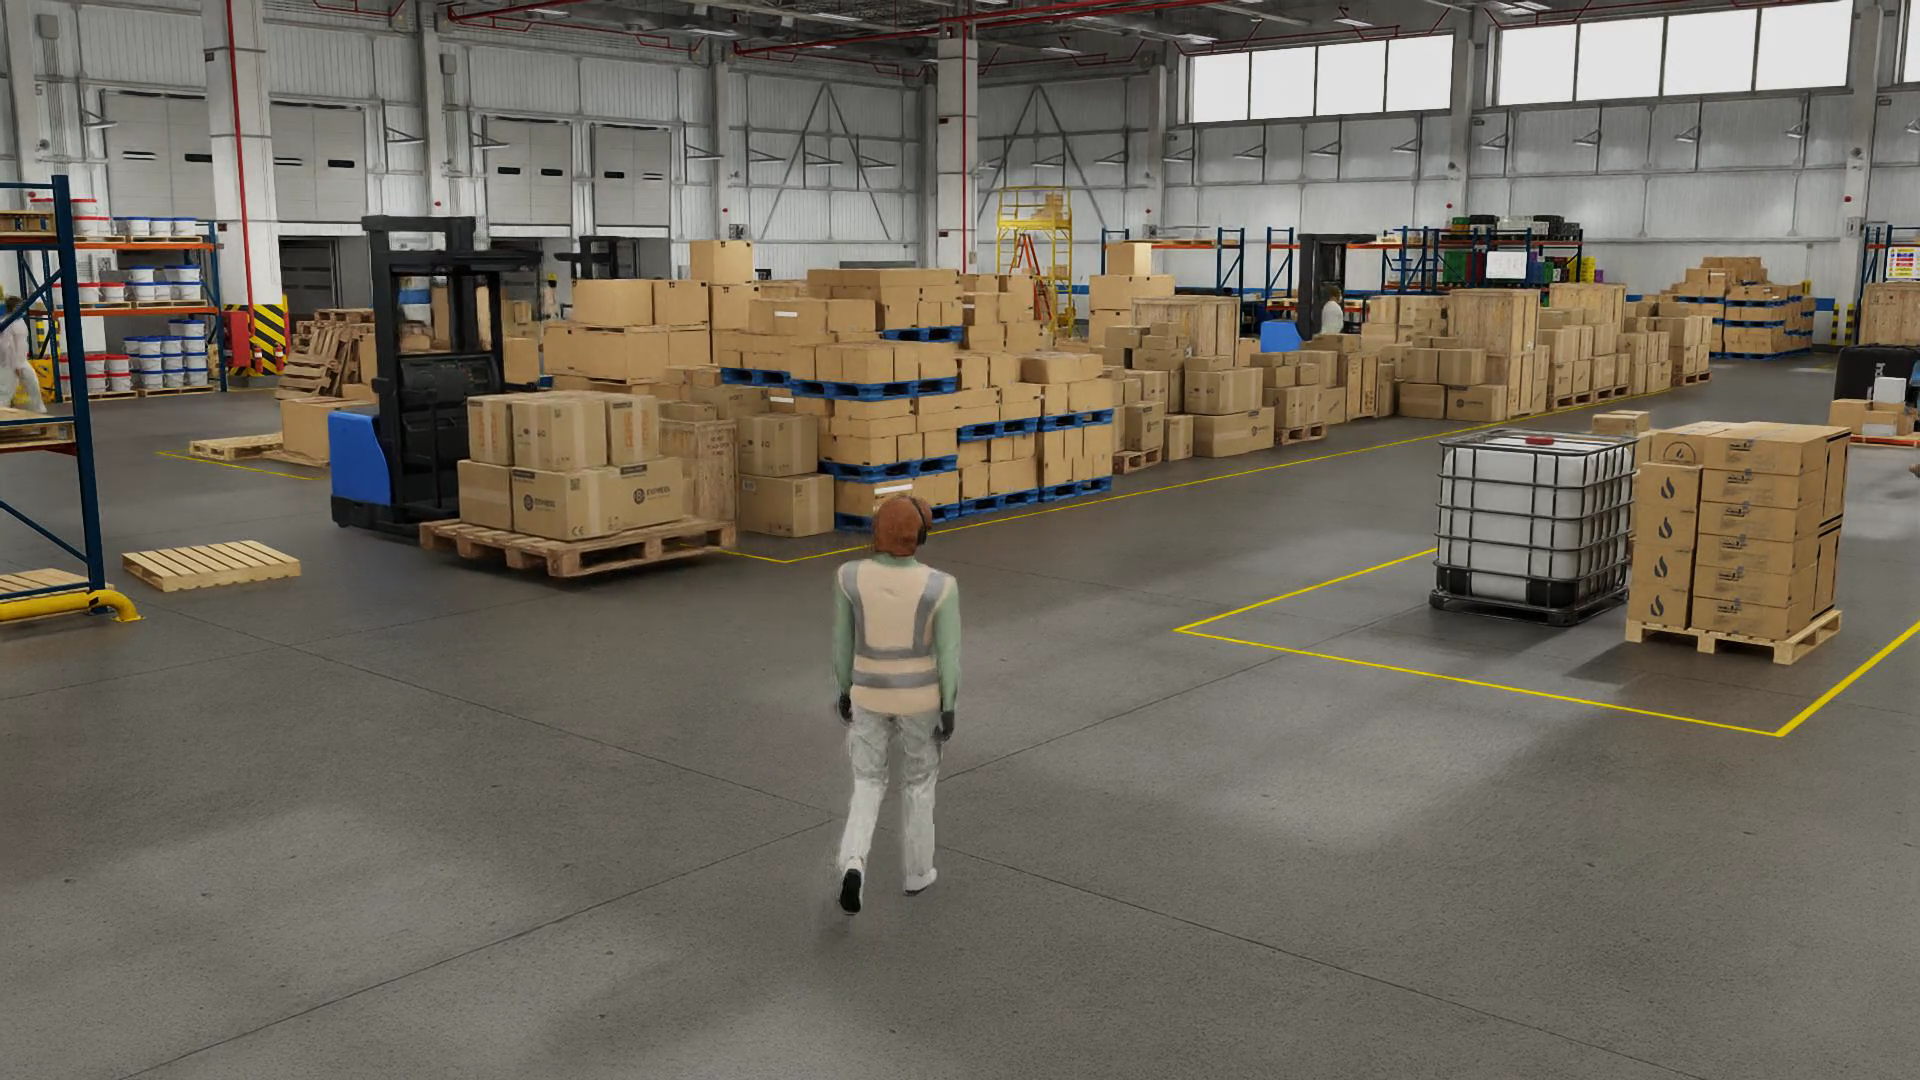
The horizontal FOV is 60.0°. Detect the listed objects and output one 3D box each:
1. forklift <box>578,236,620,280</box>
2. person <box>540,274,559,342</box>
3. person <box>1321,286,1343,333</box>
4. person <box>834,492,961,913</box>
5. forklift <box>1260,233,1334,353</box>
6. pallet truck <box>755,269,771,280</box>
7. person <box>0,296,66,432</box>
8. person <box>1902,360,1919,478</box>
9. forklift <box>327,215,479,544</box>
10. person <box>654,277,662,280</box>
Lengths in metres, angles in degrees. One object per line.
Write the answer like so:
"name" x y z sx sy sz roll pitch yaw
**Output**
"forklift" -8.242 -5.589 38.213 1.873 2.768 1.129 8 13 40
"person" -10.470 -5.912 42.902 0.974 1.870 0.609 -2 10 -12
"person" 6.335 -3.384 28.434 0.458 1.908 0.667 -1 10 -3
"person" -0.254 0.632 6.374 0.521 1.621 0.603 2 10 13
"forklift" 7.012 -4.664 32.949 1.873 2.768 1.129 8 13 40
"pallet truck" -4.996 -6.432 45.525 1.885 1.965 0.823 -6 12 -32
"person" -12.683 -2.347 22.541 0.973 1.893 0.630 0 10 -1
"person" 10.589 -1.437 18.077 0.538 1.641 0.882 0 10 -2
"forklift" -4.718 -1.464 14.729 1.873 2.768 1.129 8 13 40
"person" -6.520 -4.725 36.021 0.636 1.929 0.385 -5 11 -25
